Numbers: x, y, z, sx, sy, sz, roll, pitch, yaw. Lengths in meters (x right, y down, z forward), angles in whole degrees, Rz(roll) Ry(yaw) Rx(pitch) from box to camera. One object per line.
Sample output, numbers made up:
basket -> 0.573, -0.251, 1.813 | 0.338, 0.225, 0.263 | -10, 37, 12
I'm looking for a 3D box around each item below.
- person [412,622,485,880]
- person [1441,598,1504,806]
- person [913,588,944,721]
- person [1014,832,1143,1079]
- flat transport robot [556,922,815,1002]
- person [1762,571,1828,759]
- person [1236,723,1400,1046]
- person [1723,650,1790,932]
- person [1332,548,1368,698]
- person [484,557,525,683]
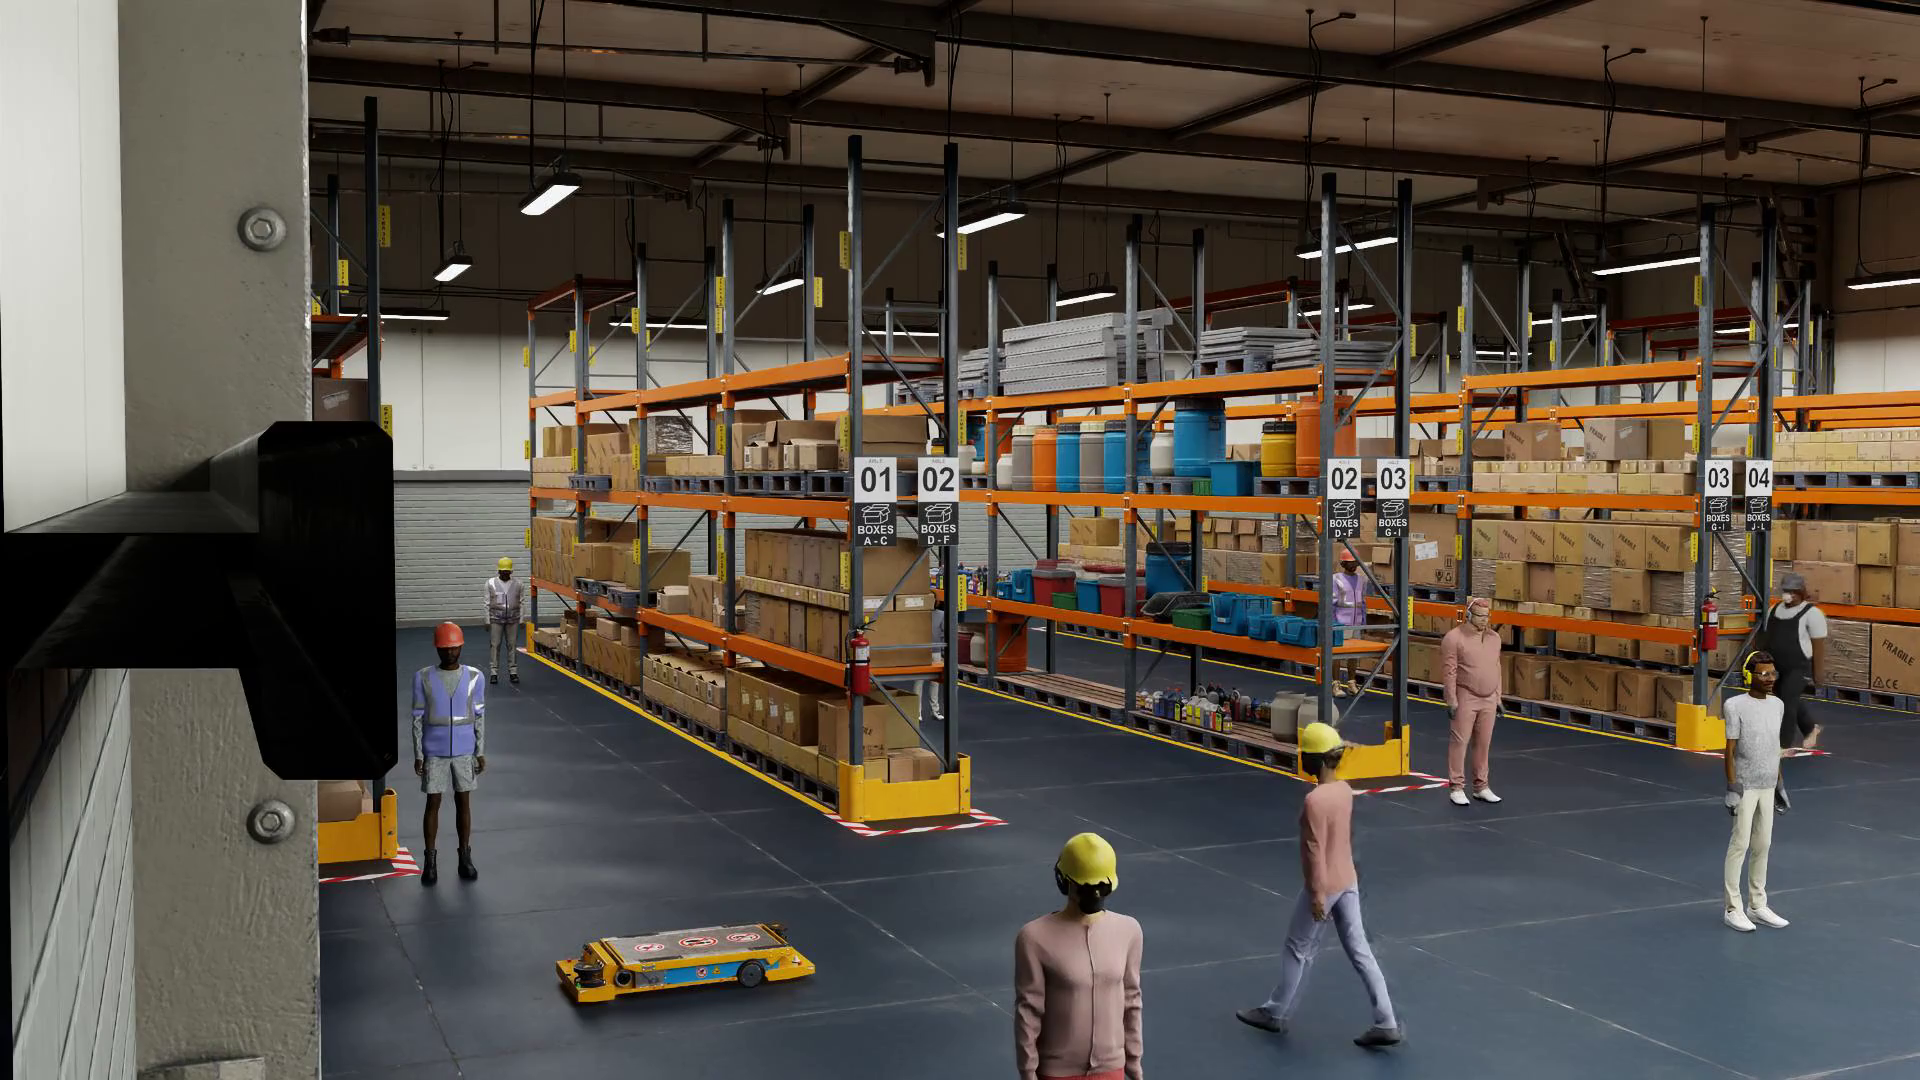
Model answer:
person -> -3.859, 1.584, 13.548 | 0.542, 1.938, 0.357 | -1, 2, -23
person -> 4.771, 1.487, 16.580 | 0.648, 1.904, 0.403 | -1, 2, -23
person -> -0.386, 1.407, 22.092 | 0.497, 1.633, 0.284 | -1, 2, -23
person -> 0.446, 1.940, 6.547 | 0.522, 1.763, 0.320 | -1, 2, -23
flat transport robot -> -1.658, 2.531, 10.816 | 1.431, 0.197, 0.652 | -1, 2, -23
person -> 9.075, 1.329, 19.441 | 0.905, 2.000, 0.684 | -1, 2, -22
person -> 1.968, 1.843, 9.656 | 0.924, 1.715, 0.545 | 2, 3, 37
person -> 5.373, 1.674, 12.075 | 0.508, 1.872, 0.329 | -1, 2, -23
person -> 5.292, 1.118, 24.354 | 0.606, 2.044, 0.374 | -1, 2, -23
person -> -6.628, 1.160, 26.071 | 0.586, 1.825, 0.403 | -1, 2, -23
